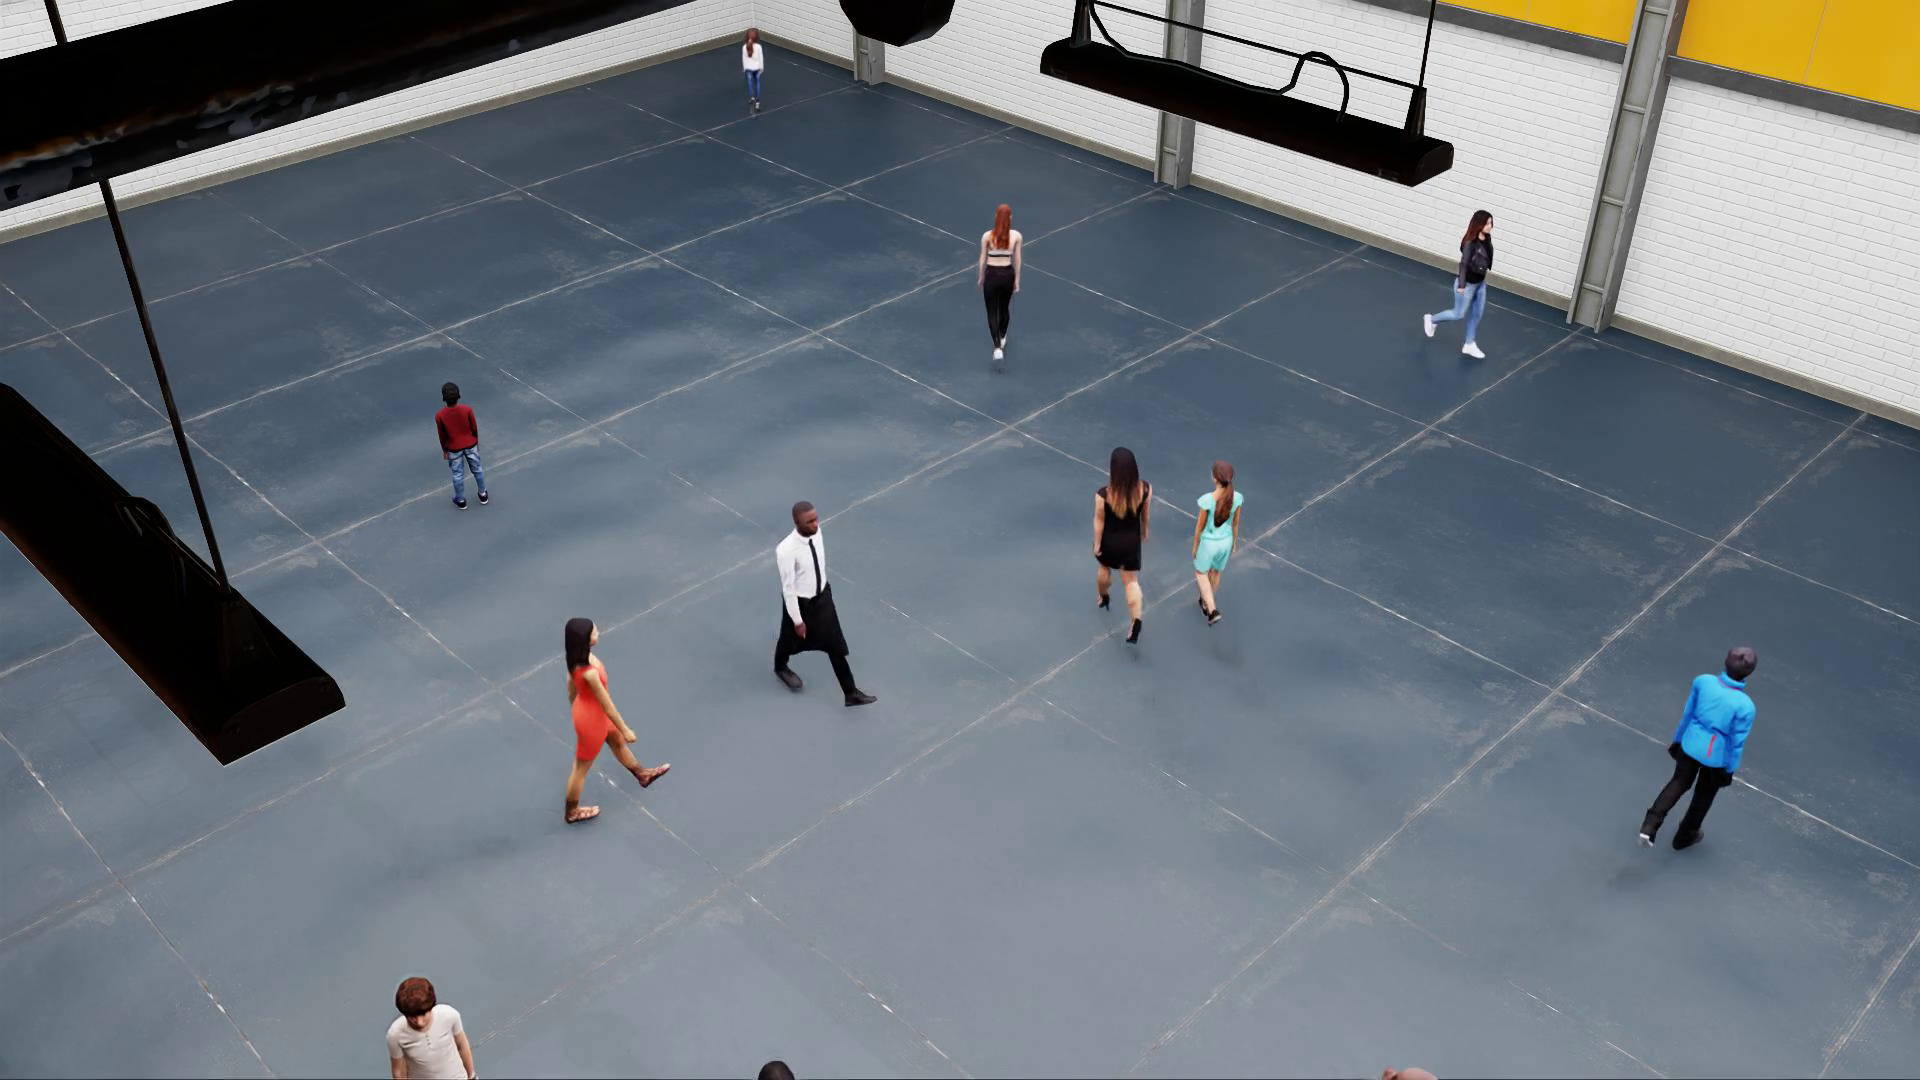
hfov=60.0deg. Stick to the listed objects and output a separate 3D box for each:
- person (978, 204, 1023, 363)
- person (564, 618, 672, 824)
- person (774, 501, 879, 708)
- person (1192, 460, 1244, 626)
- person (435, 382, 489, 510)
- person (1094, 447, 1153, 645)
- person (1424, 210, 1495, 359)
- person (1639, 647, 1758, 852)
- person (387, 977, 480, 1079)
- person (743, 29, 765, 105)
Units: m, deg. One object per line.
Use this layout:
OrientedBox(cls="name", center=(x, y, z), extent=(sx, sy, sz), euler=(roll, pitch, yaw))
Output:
OrientedBox(cls="person", center=(0.409, -2.687, 17.553), extent=(0.965, 1.722, 1.101), euler=(-4, 34, -6))
OrientedBox(cls="person", center=(-2.648, 1.310, 11.584), extent=(0.879, 1.672, 1.080), euler=(-16, 37, -22))
OrientedBox(cls="person", center=(-1.256, 0.466, 12.750), extent=(1.280, 1.788, 0.812), euler=(22, 39, 29))
OrientedBox(cls="person", center=(2.101, 0.067, 13.570), extent=(0.810, 1.545, 0.912), euler=(-6, 34, -9))
OrientedBox(cls="person", center=(-4.572, -0.873, 15.246), extent=(0.551, 1.253, 0.563), euler=(-16, 37, -23))
OrientedBox(cls="person", center=(1.332, 0.072, 13.439), extent=(1.002, 1.680, 1.162), euler=(-7, 34, -10))
OrientedBox(cls="person", center=(5.387, -2.750, 17.746), extent=(0.938, 1.612, 0.627), euler=(28, 43, 36))
OrientedBox(cls="person", center=(4.977, 1.476, 11.236), extent=(0.774, 1.781, 0.869), euler=(-21, 39, -28))
OrientedBox(cls="person", center=(-2.846, 2.980, 9.089), extent=(0.640, 1.653, 0.621), euler=(-17, 37, -23))
OrientedBox(cls="person", center=(-3.056, -6.984, 24.576), extent=(0.545, 1.103, 0.600), euler=(-4, 34, -6))
